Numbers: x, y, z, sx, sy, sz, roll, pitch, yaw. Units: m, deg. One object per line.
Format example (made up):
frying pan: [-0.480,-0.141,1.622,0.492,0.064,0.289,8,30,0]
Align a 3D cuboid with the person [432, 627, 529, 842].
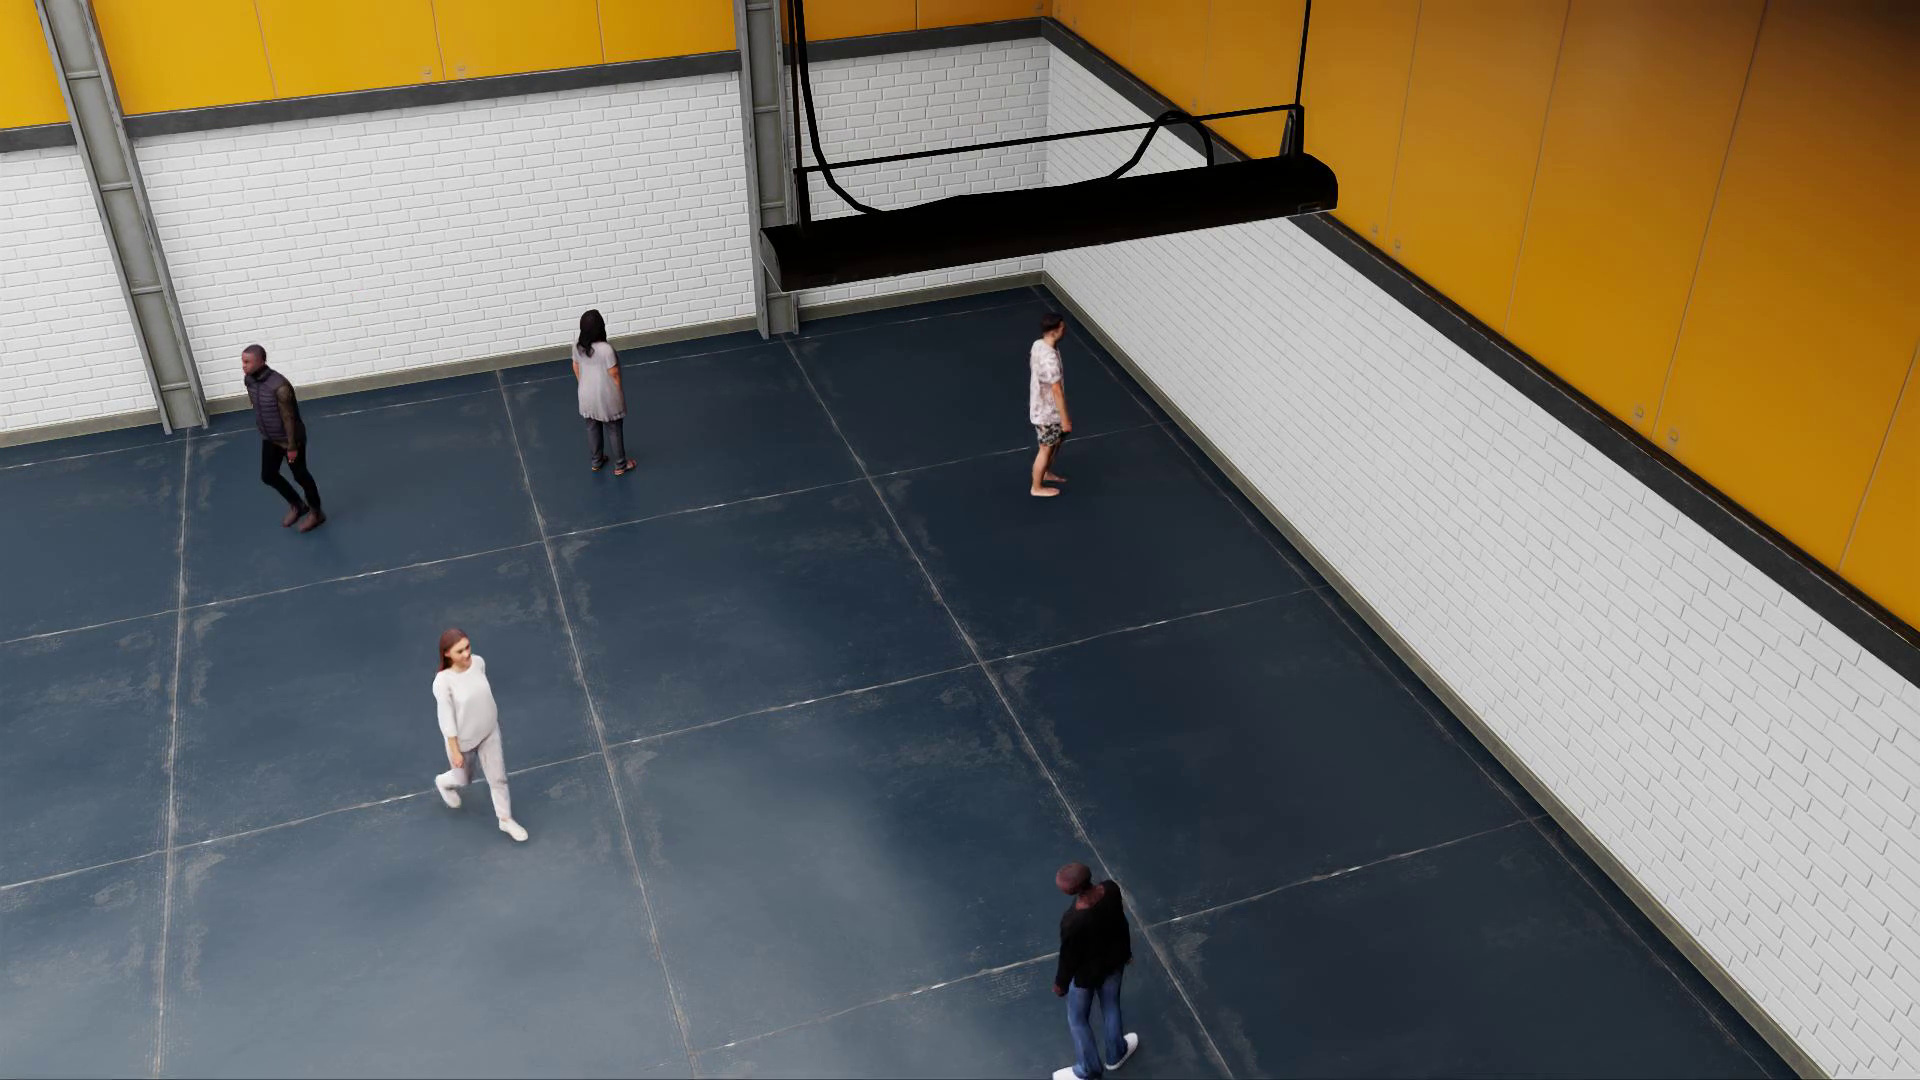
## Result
person: [-3.359,1.291,11.227,1.024,1.665,1.058,21,39,28]

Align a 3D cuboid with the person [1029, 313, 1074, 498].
person: [0.712,-1.177,14.816,0.713,1.803,0.740,-4,34,-7]

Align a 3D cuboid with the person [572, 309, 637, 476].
person: [-3.301,-1.360,15.263,0.770,1.611,0.832,13,36,19]

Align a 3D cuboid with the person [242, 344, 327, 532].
person: [-5.785,-0.921,14.414,0.835,1.820,0.885,16,37,22]

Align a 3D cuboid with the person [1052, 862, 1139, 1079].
person: [0.829,2.427,9.470,0.666,1.717,0.889,-17,37,-24]
